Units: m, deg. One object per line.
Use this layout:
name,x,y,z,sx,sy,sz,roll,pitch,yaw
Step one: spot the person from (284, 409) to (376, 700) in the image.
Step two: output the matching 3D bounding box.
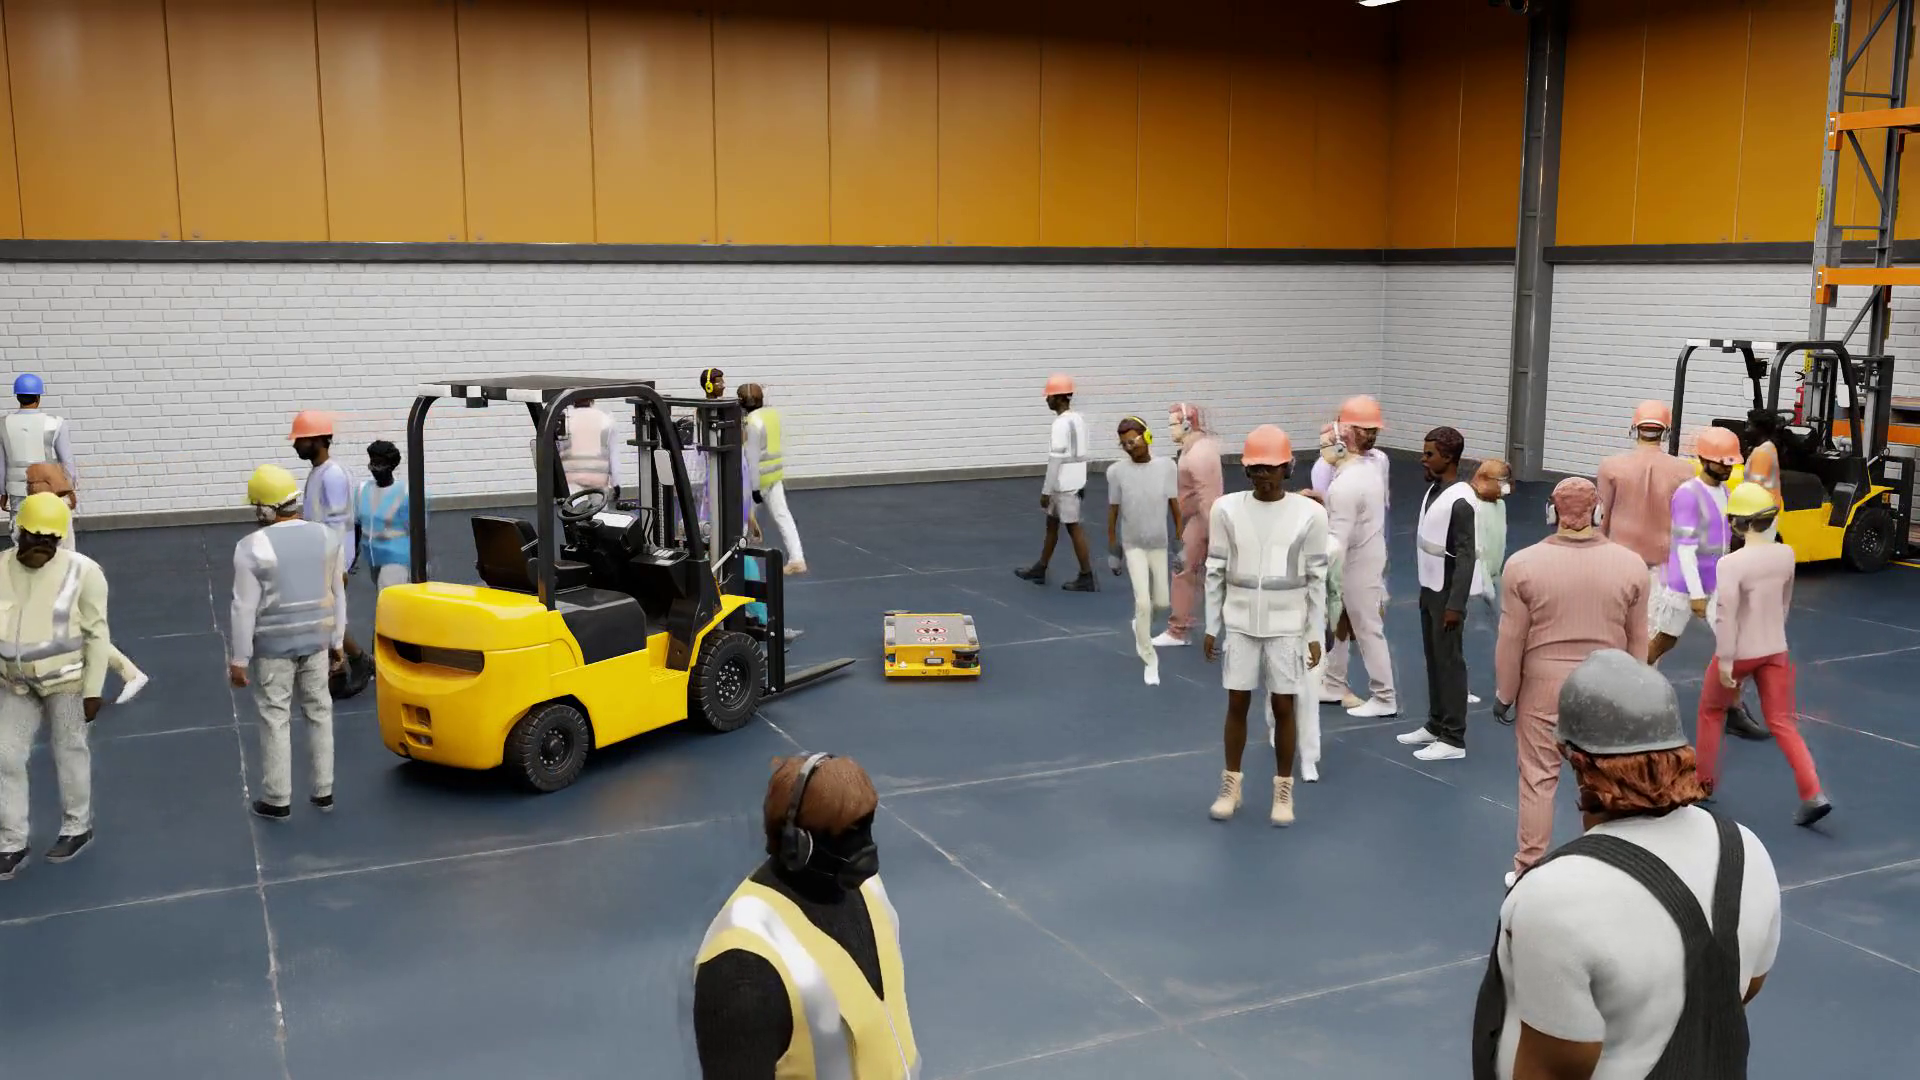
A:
person,-4.098,0.115,10.738,0.427,1.918,0.562,-5,11,-30

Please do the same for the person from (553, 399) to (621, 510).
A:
person,-3.465,-0.553,15.313,0.647,1.787,0.998,-3,10,-19

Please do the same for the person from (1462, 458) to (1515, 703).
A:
person,3.456,0.283,10.675,0.710,1.605,0.504,8,12,42

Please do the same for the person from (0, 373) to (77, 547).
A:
person,-7.779,-0.426,14.014,0.614,1.947,0.388,-3,10,-17

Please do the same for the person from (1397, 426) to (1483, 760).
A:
person,2.793,0.303,9.580,0.376,1.917,0.600,0,9,0

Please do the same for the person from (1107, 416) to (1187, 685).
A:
person,1.266,0.042,11.471,0.550,1.830,0.687,-1,9,-7

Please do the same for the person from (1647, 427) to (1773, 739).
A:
person,4.456,0.238,10.115,0.545,1.884,0.960,-6,11,-33

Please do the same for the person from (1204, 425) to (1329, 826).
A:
person,1.525,0.434,8.392,0.614,2.039,0.395,3,10,20

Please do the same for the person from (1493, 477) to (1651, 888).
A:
person,2.690,0.669,7.371,0.639,1.902,0.407,1,9,9

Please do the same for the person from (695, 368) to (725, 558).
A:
person,-2.400,-0.730,16.137,0.329,1.874,0.518,0,9,-2

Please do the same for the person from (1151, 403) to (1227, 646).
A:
person,1.901,-0.103,12.348,0.944,1.853,0.666,2,9,12

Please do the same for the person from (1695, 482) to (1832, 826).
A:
person,4.091,0.571,8.499,0.529,1.730,0.859,-3,10,-18

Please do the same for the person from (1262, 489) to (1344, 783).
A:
person,1.908,0.496,9.437,0.504,1.599,0.873,1,9,8

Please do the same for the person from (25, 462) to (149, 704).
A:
person,-5.703,0.291,10.653,0.810,1.599,0.507,-5,10,-29

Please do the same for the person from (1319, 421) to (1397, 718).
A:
person,2.448,0.181,10.520,0.793,1.857,0.733,4,10,25

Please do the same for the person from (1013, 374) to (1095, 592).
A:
person,0.806,-0.498,14.606,0.903,1.897,0.572,3,10,19

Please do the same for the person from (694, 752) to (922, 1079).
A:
person,-0.370,1.326,3.555,0.721,1.824,0.632,4,10,22

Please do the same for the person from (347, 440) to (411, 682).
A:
person,-3.943,0.111,11.572,0.552,1.664,0.834,4,10,26

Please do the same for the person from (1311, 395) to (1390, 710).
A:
person,2.492,0.076,10.673,0.621,2.022,0.533,-5,10,-28

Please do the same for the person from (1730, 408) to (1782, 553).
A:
person,6.490,-0.254,13.757,0.656,1.671,0.558,4,10,26

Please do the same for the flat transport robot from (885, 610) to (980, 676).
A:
flat transport robot,-0.216,0.731,12.021,0.652,0.197,1.431,0,9,-2

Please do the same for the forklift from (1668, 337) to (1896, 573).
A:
forklift,7.551,-0.789,15.507,2.313,2.155,1.214,-4,10,-25

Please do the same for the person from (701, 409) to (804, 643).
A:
person,-1.688,-0.100,12.465,0.972,1.797,0.574,0,9,1

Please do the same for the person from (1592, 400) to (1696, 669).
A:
person,4.421,0.079,10.792,0.649,1.971,0.587,3,9,15

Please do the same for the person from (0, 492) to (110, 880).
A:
person,-4.283,0.676,7.675,0.629,1.786,0.713,0,9,-1

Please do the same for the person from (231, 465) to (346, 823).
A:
person,-3.420,0.532,8.487,0.403,1.821,0.624,7,12,39

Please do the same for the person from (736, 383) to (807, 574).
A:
person,-1.865,-0.558,15.362,1.014,1.786,0.625,4,10,24

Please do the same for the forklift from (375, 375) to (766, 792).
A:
forklift,-2.268,0.149,9.685,1.214,2.155,2.313,6,11,32
